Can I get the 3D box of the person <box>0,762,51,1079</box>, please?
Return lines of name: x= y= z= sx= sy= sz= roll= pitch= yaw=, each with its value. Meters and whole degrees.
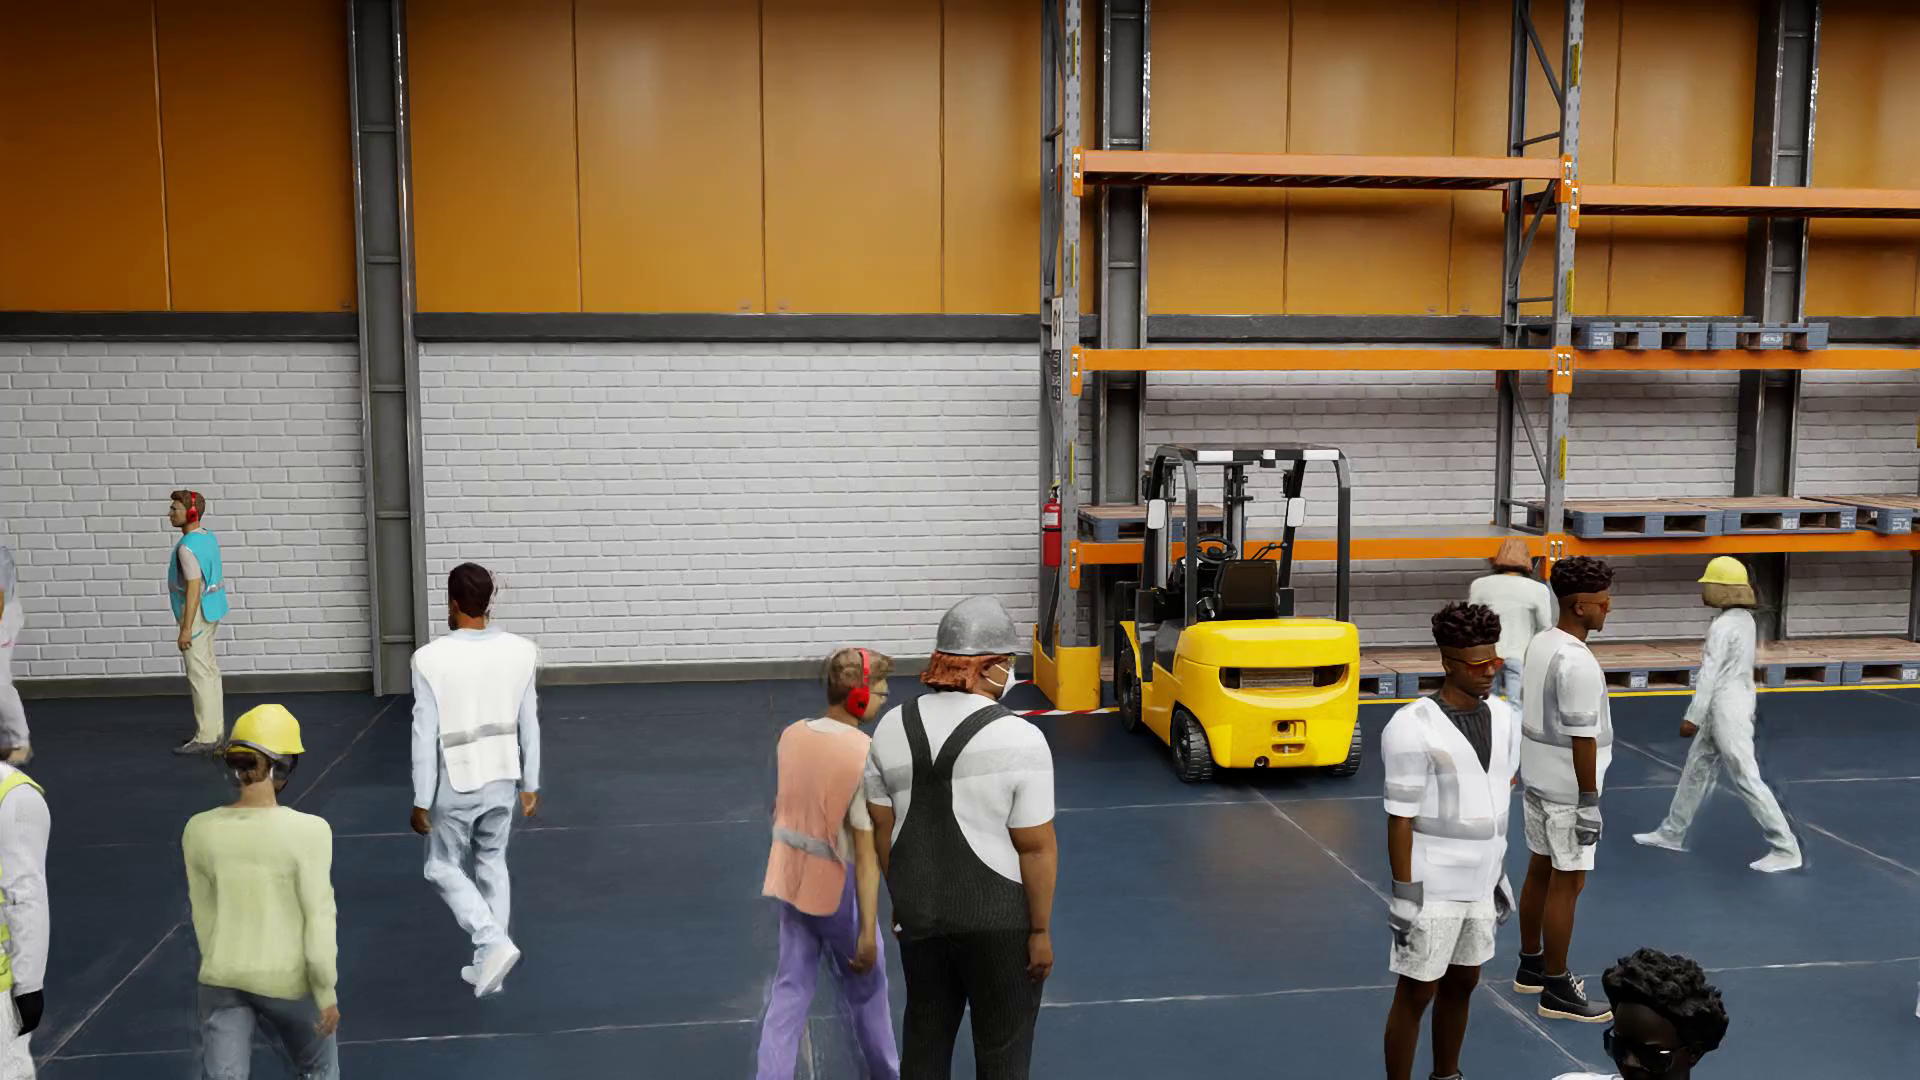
person: x=-3.076 y=1.335 z=5.052 sx=0.638 sy=1.831 sz=0.429 roll=0 pitch=7 yaw=4

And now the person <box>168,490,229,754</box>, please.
person: x=-5.346 y=0.568 z=11.673 sx=0.378 sy=1.848 sz=0.569 roll=-1 pitch=7 yaw=-12

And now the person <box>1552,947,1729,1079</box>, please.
person: x=1.311 y=1.612 z=3.201 sx=0.534 sy=1.697 sz=0.318 roll=6 pitch=9 yaw=44

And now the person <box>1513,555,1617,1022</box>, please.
person: x=2.582 y=1.034 z=7.083 sx=0.361 sy=1.964 sz=0.617 roll=0 pitch=7 yaw=0

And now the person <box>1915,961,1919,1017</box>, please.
person: x=4.243 y=1.088 z=6.876 sx=0.591 sy=1.911 sz=0.397 roll=-3 pitch=7 yaw=-24

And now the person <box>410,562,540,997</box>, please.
person: x=-2.065 y=1.051 z=7.183 sx=0.506 sy=1.909 sz=0.604 roll=6 pitch=9 yaw=42

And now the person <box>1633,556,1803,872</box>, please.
person: x=4.201 y=0.940 z=9.092 sx=0.894 sy=1.700 sz=0.502 roll=5 pitch=8 yaw=37

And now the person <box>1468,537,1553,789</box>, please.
person: x=3.561 y=0.782 z=10.849 sx=0.567 sy=1.603 sz=0.651 roll=3 pitch=7 yaw=24

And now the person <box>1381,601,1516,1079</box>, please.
person: x=1.720 y=1.179 z=5.819 sx=0.610 sy=1.964 sz=0.366 roll=-4 pitch=8 yaw=-34

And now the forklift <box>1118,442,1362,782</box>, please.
forklift: x=1.912 y=0.418 z=11.496 sx=1.214 sy=2.155 sz=2.313 roll=-1 pitch=7 yaw=-8

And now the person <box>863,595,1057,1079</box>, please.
person: x=0.055 y=1.183 z=5.460 sx=0.682 sy=2.000 sz=0.536 roll=5 pitch=8 yaw=35

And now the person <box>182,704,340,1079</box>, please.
person: x=-2.183 y=1.374 z=5.242 sx=0.531 sy=1.704 sz=0.949 roll=1 pitch=7 yaw=8

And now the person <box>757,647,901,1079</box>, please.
person: x=-0.426 y=1.266 z=5.869 sx=0.579 sy=1.785 sz=0.939 roll=6 pitch=9 yaw=41

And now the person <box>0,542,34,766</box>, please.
person: x=-6.564 y=0.636 z=11.305 sx=0.355 sy=1.816 sz=0.595 roll=-6 pitch=9 yaw=-40
